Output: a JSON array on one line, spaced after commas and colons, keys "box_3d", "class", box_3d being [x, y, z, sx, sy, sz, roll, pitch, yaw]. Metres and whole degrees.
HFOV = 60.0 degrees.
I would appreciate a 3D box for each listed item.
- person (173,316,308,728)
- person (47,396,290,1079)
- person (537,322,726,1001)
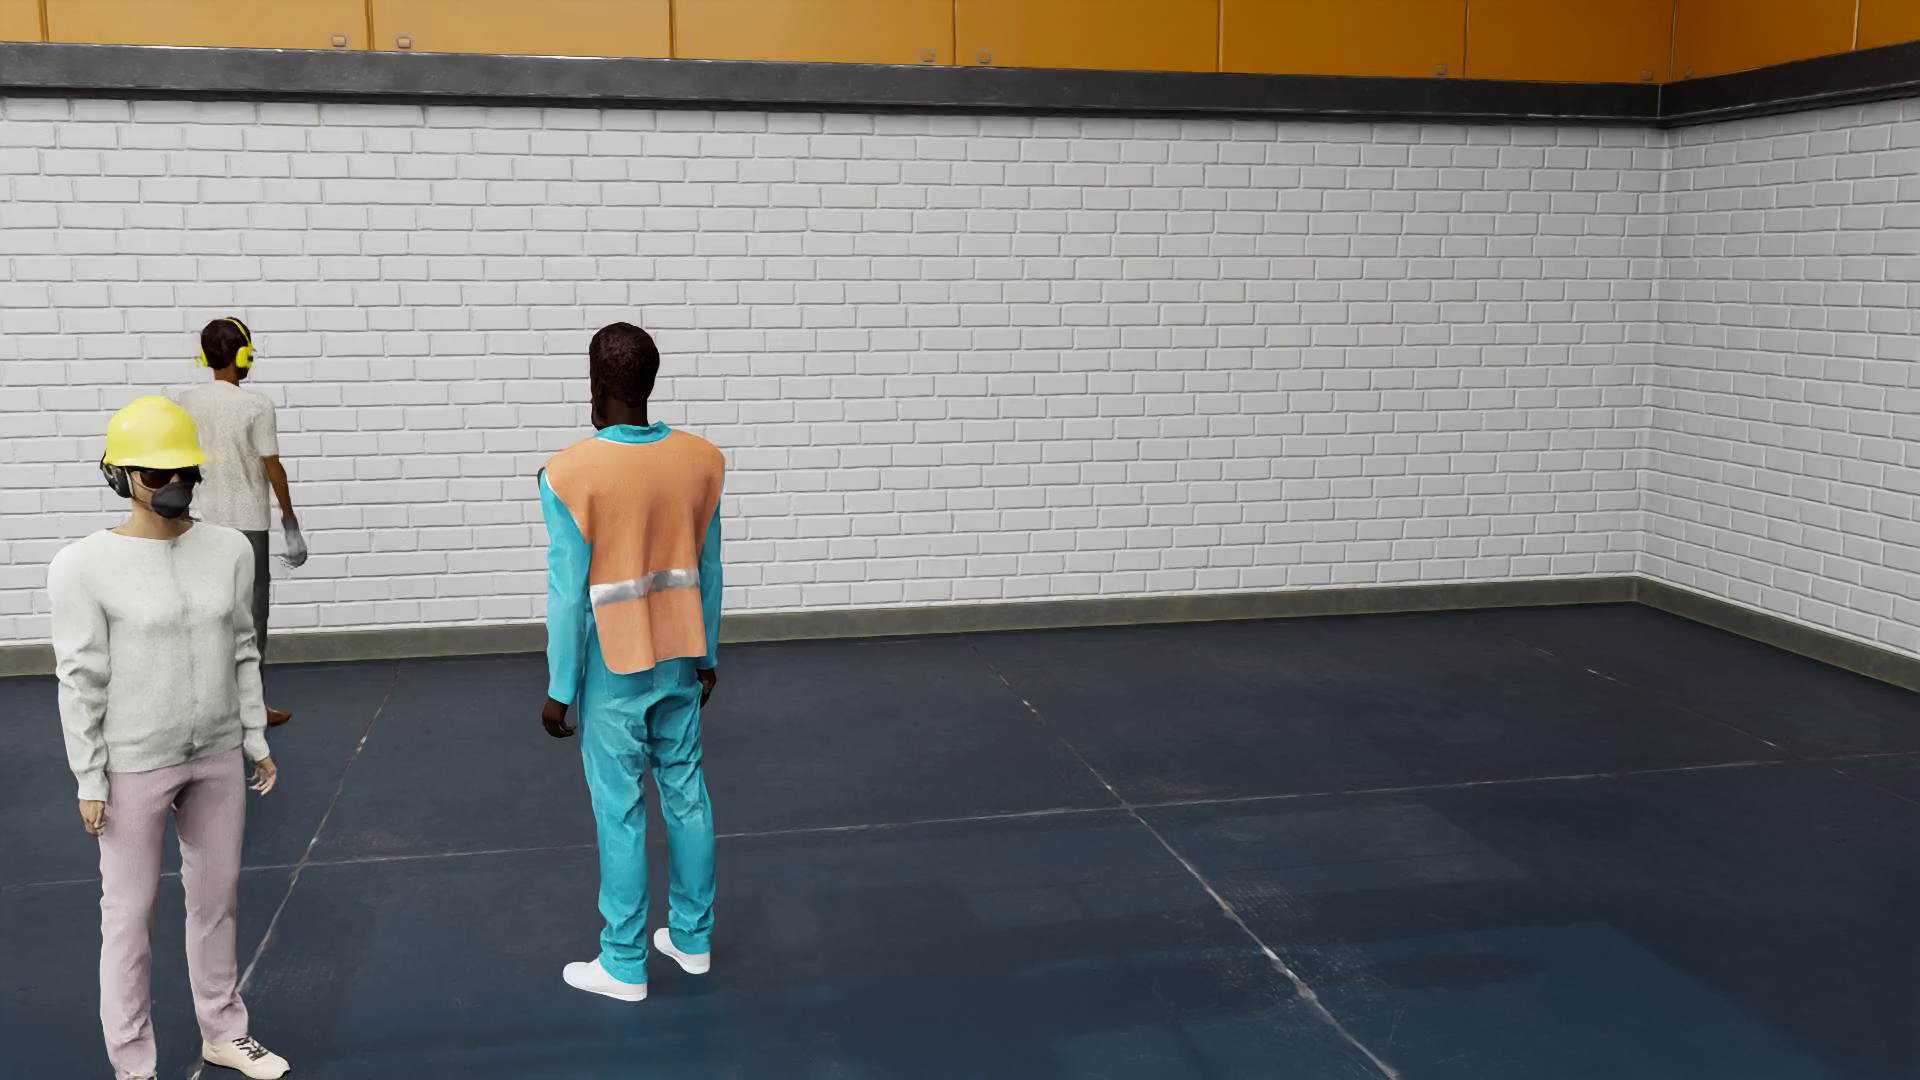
[{"box_3d": [-3.177, -0.054, 7.373, 0.533, 1.854, 0.367, 3, 10, 20], "class": "person"}, {"box_3d": [-1.919, 0.532, 4.068, 0.309, 1.769, 0.523, 6, 11, 31], "class": "person"}, {"box_3d": [-0.915, 0.349, 4.724, 0.391, 1.920, 0.593, 8, 12, 41], "class": "person"}]
